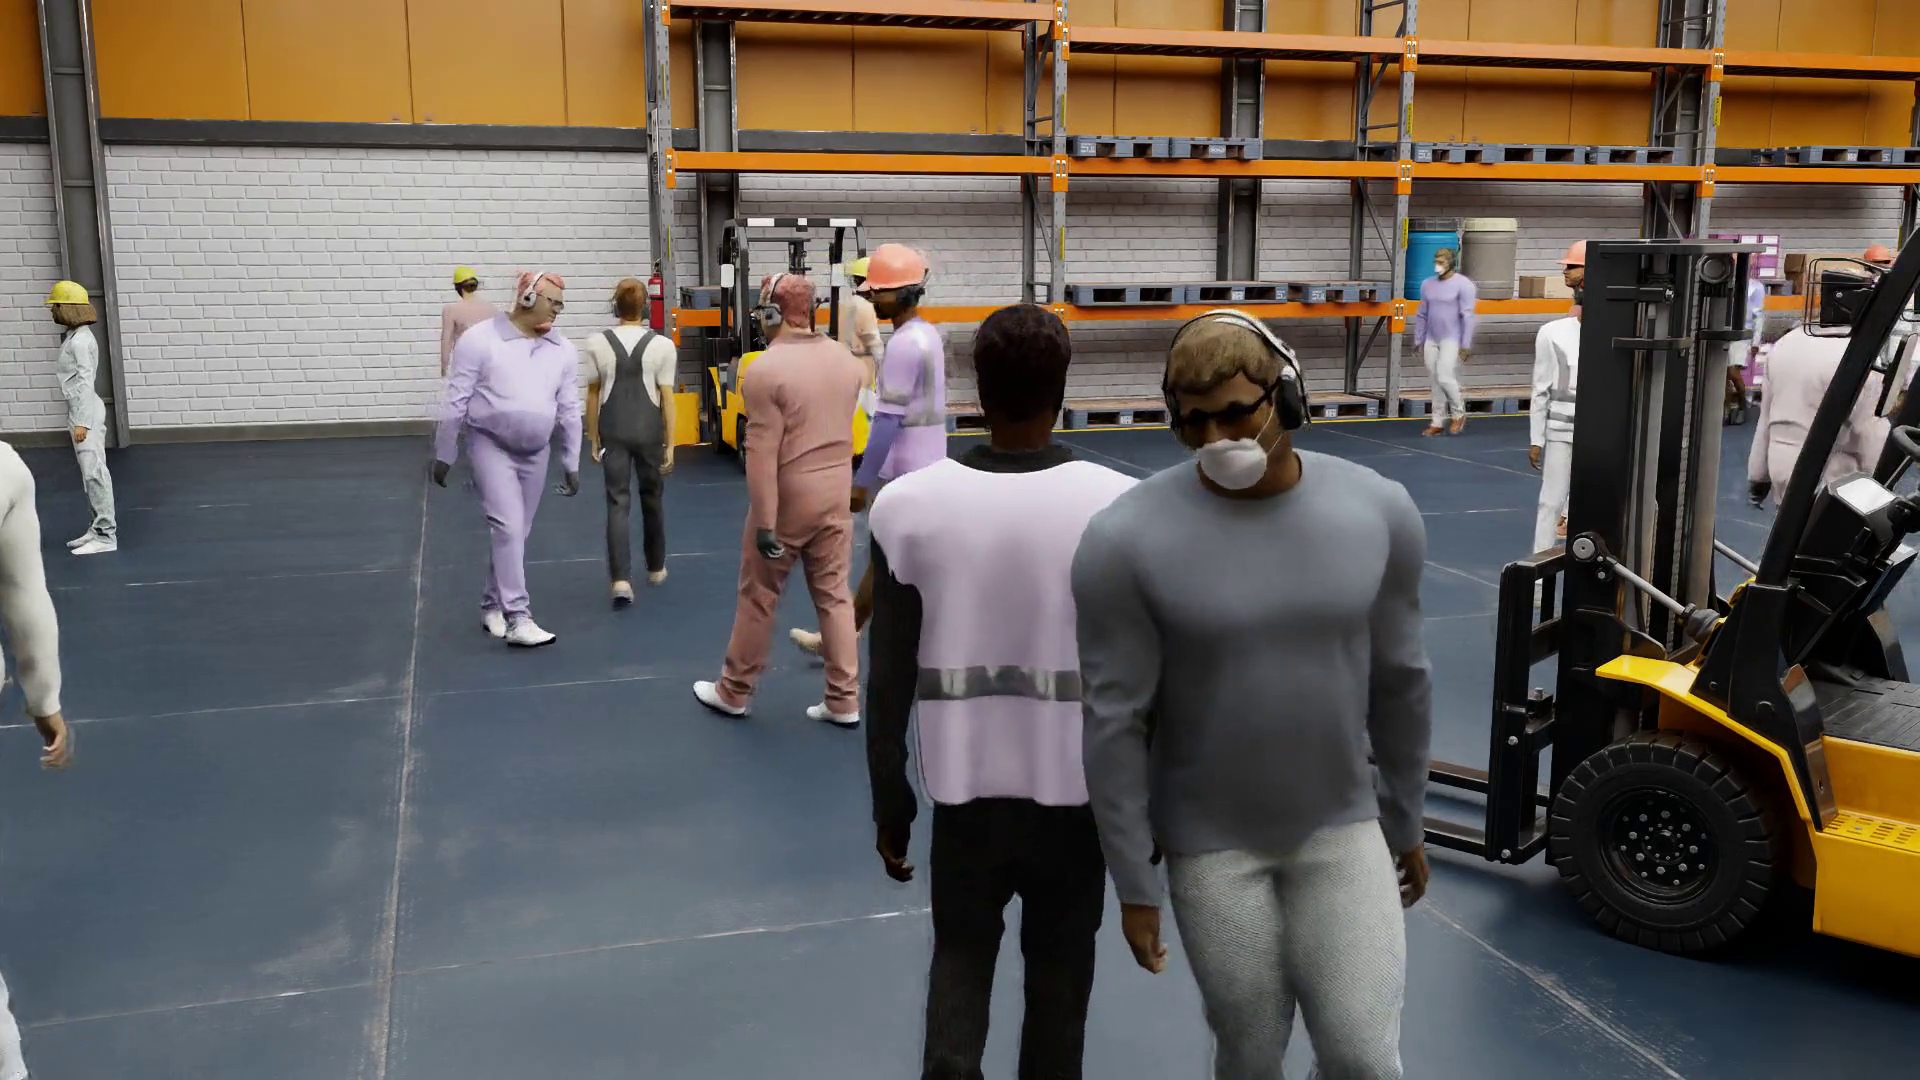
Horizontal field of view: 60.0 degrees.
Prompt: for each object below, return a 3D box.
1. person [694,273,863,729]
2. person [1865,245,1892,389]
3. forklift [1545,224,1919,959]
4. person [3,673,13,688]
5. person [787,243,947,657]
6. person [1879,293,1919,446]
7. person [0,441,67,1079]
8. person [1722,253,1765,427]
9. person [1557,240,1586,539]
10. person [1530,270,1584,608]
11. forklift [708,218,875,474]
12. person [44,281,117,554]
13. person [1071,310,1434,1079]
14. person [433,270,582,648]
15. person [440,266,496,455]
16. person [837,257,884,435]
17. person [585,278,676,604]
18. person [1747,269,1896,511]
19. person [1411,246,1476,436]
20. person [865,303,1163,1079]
[{"bbox_3d":[-0.737,-0.161,6.913,0.791,1.872,0.663,9,14,41],"label":"person"},{"bbox_3d":[9.585,-2.119,17.512,0.581,1.924,0.401,-7,12,-34],"label":"person"},{"bbox_3d":[2.909,0.117,4.508,2.313,2.155,1.214,9,14,40],"label":"forklift"},{"bbox_3d":[-4.514,-0.224,7.407,0.403,1.825,0.595,-9,13,-40],"label":"person"},{"bbox_3d":[-0.318,-0.335,7.577,0.985,1.993,0.613,1,10,6],"label":"person"},{"bbox_3d":[8.764,-1.723,15.427,0.942,1.911,0.552,-3,11,-16],"label":"person"},{"bbox_3d":[-2.469,0.391,3.886,1.067,1.884,0.647,7,12,33],"label":"person"},{"bbox_3d":[8.214,-2.142,17.693,0.403,1.908,0.545,-8,13,-36],"label":"person"},{"bbox_3d":[4.159,-1.006,11.207,0.371,1.997,0.622,3,11,15],"label":"person"},{"bbox_3d":[3.399,-0.556,9.070,0.578,1.880,0.354,1,10,6],"label":"person"},{"bbox_3d":[-1.522,-1.778,14.899,1.214,2.155,2.313,-3,11,-17],"label":"forklift"},{"bbox_3d":[-5.651,-0.785,10.690,0.294,1.744,0.486,-6,12,-30],"label":"person"},{"bbox_3d":[0.525,0.547,2.952,0.675,1.899,0.454,-1,10,-4],"label":"person"},{"bbox_3d":[-2.176,-0.397,8.260,0.826,1.855,0.722,9,14,41],"label":"person"},{"bbox_3d":[-4.545,-1.648,15.390,0.544,1.753,0.451,-10,14,-43],"label":"person"},{"bbox_3d":[-0.797,-1.319,13.299,1.029,1.863,0.583,-3,11,-14],"label":"person"},{"bbox_3d":[-1.846,-0.564,9.352,0.517,1.803,0.972,-1,10,-7],"label":"person"},{"bbox_3d":[3.973,-0.265,7.467,0.894,1.868,0.680,-1,10,-6],"label":"person"},{"bbox_3d":[4.869,-1.989,16.815,0.430,1.928,0.643,-7,12,-32],"label":"person"},{"bbox_3d":[0.113,0.495,3.253,0.587,1.898,0.497,2,11,10],"label":"person"}]
